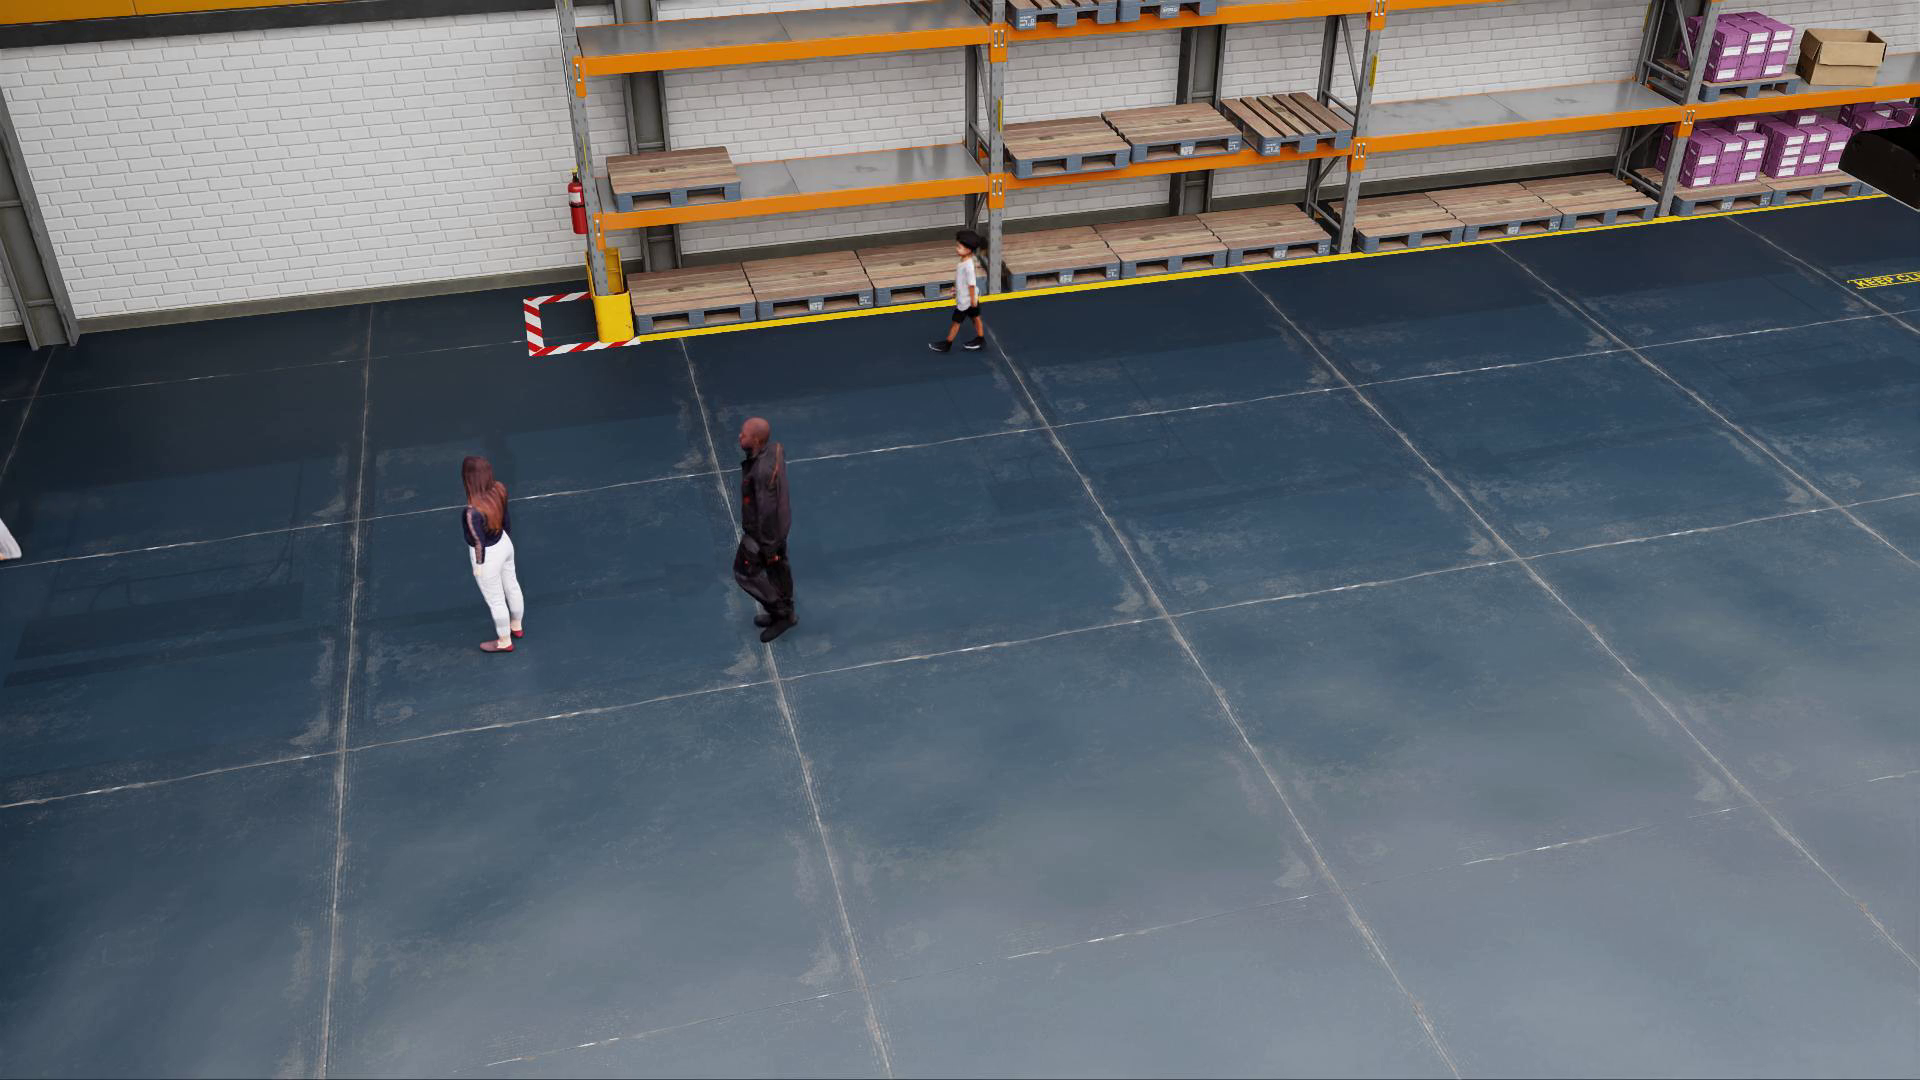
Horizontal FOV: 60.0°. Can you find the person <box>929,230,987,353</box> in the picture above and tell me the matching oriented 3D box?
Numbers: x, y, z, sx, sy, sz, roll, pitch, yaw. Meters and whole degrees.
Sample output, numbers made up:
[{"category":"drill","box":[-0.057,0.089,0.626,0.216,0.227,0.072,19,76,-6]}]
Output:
[{"category":"person","box":[0.129,-2.386,15.999,0.820,1.235,0.566,-3,34,-4]}]

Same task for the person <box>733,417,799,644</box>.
[{"category":"person","box":[-1.298,-0.095,12.029,0.795,1.815,0.800,2,34,3]}]

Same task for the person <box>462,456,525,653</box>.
[{"category":"person","box":[-3.370,0.094,11.931,0.701,1.608,0.684,9,35,13]}]
